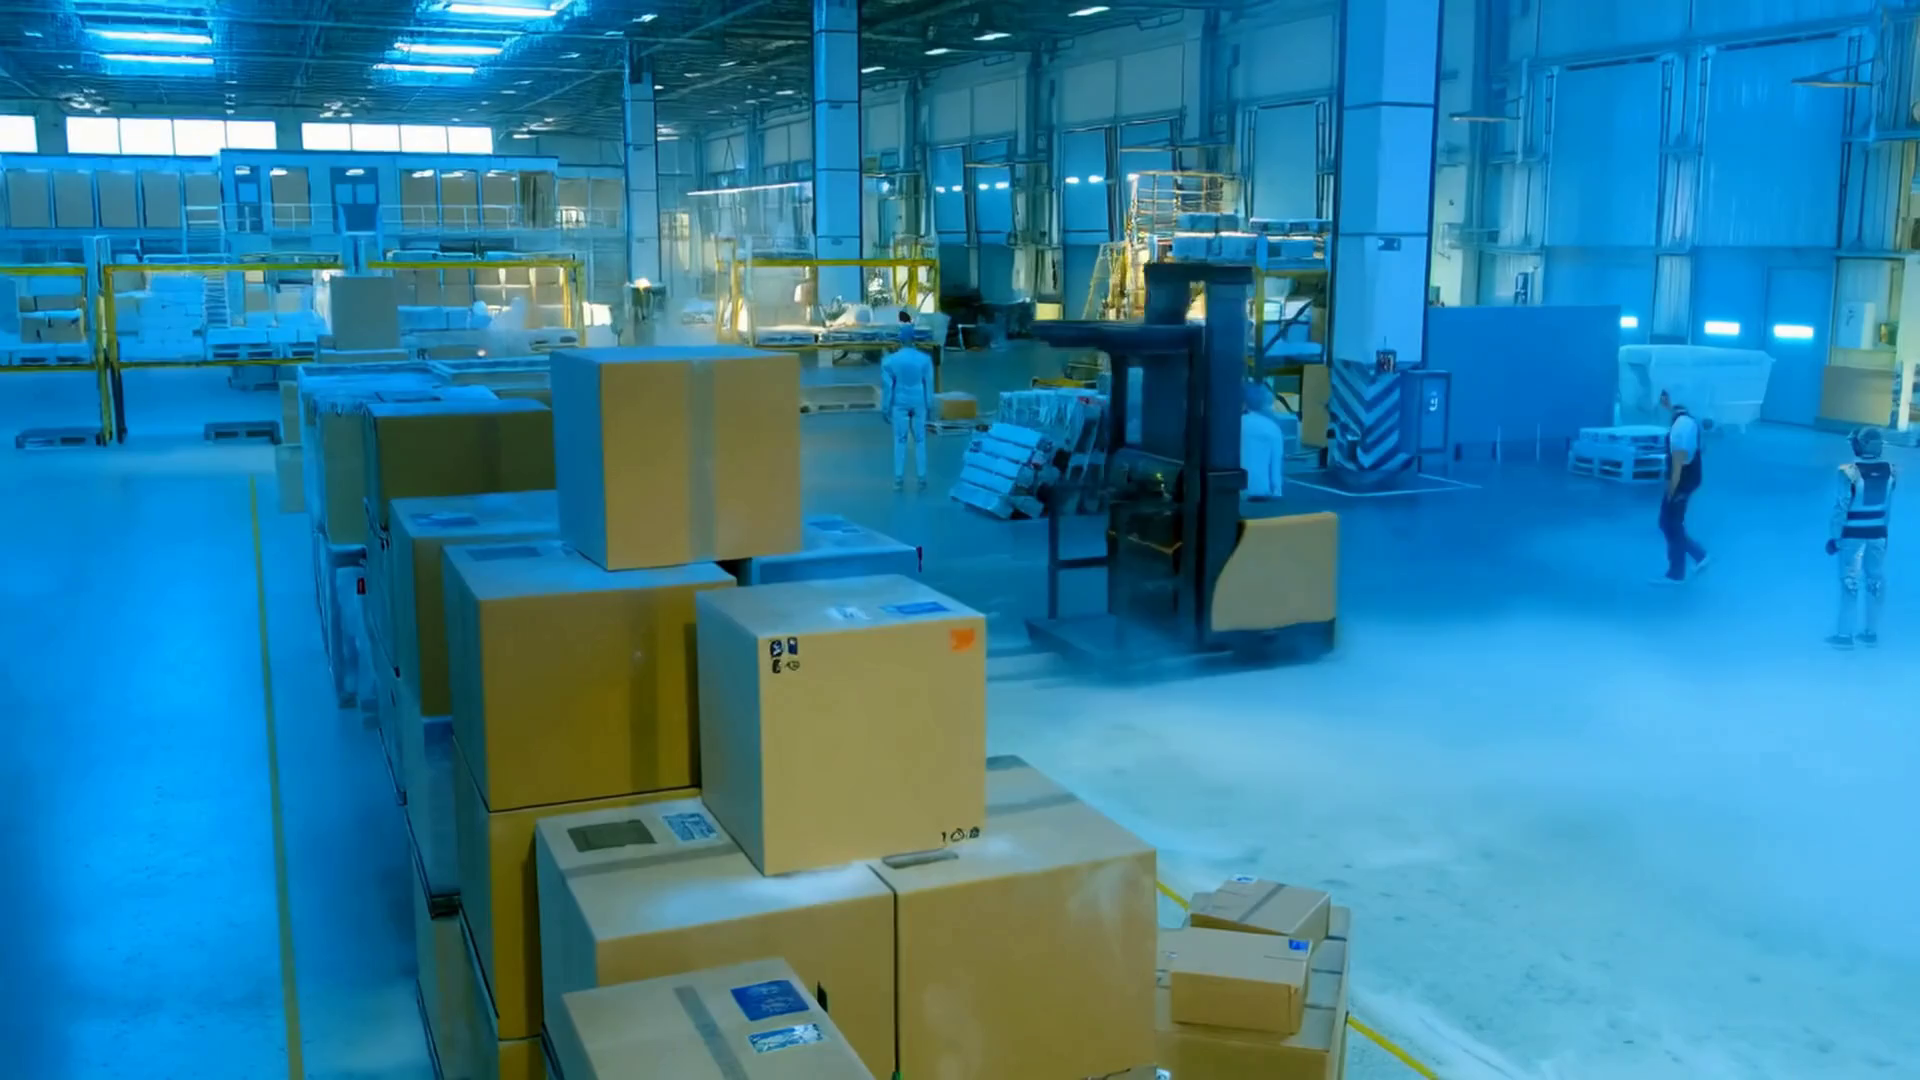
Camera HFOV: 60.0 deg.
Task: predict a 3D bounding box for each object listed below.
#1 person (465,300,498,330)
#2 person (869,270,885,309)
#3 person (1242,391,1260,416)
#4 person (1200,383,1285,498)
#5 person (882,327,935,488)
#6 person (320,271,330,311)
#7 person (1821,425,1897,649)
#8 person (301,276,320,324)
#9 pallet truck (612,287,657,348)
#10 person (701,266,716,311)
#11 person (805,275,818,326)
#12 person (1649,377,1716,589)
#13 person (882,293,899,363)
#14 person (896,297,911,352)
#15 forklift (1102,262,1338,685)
[{"bbox_3d":[-8.995,-3.585,31.310,0.620,1.845,0.430,-3,11,-15],"label":"person"},{"bbox_3d":[-2.870,-8.436,57.904,0.570,1.896,0.934,-1,10,-7],"label":"person"},{"bbox_3d":[2.376,-0.423,14.247,0.512,1.696,0.874,-7,13,-36],"label":"person"},{"bbox_3d":[2.270,-0.278,12.990,0.652,1.882,0.992,-8,13,-36],"label":"person"},{"bbox_3d":[-0.619,-1.585,20.018,0.630,1.940,0.372,-1,10,-5],"label":"person"},{"bbox_3d":[-21.663,-8.246,56.865,1.014,1.897,0.630,-9,14,-42],"label":"person"},{"bbox_3d":[6.599,-0.017,12.202,0.520,1.639,0.312,-3,11,-14],"label":"person"},{"bbox_3d":[-19.774,-7.092,50.613,0.536,1.851,0.662,-6,12,-32],"label":"person"},{"bbox_3d":[-6.464,-4.406,35.401,0.823,1.965,1.885,6,12,32],"label":"pallet truck"},{"bbox_3d":[-9.803,-9.679,64.683,0.602,1.924,0.852,7,13,35],"label":"person"},{"bbox_3d":[-5.058,-8.191,56.949,0.531,1.745,0.644,4,11,20],"label":"person"},{"bbox_3d":[6.166,-0.478,14.221,0.464,1.826,0.542,4,11,23],"label":"person"},{"bbox_3d":[-1.344,-3.777,32.146,0.393,1.968,0.780,2,10,9],"label":"person"},{"bbox_3d":[-1.264,-3.855,32.764,0.861,1.851,0.591,5,12,27],"label":"person"},{"bbox_3d":[1.640,-0.545,11.691,1.873,2.768,1.129,-4,11,-23],"label":"forklift"}]
